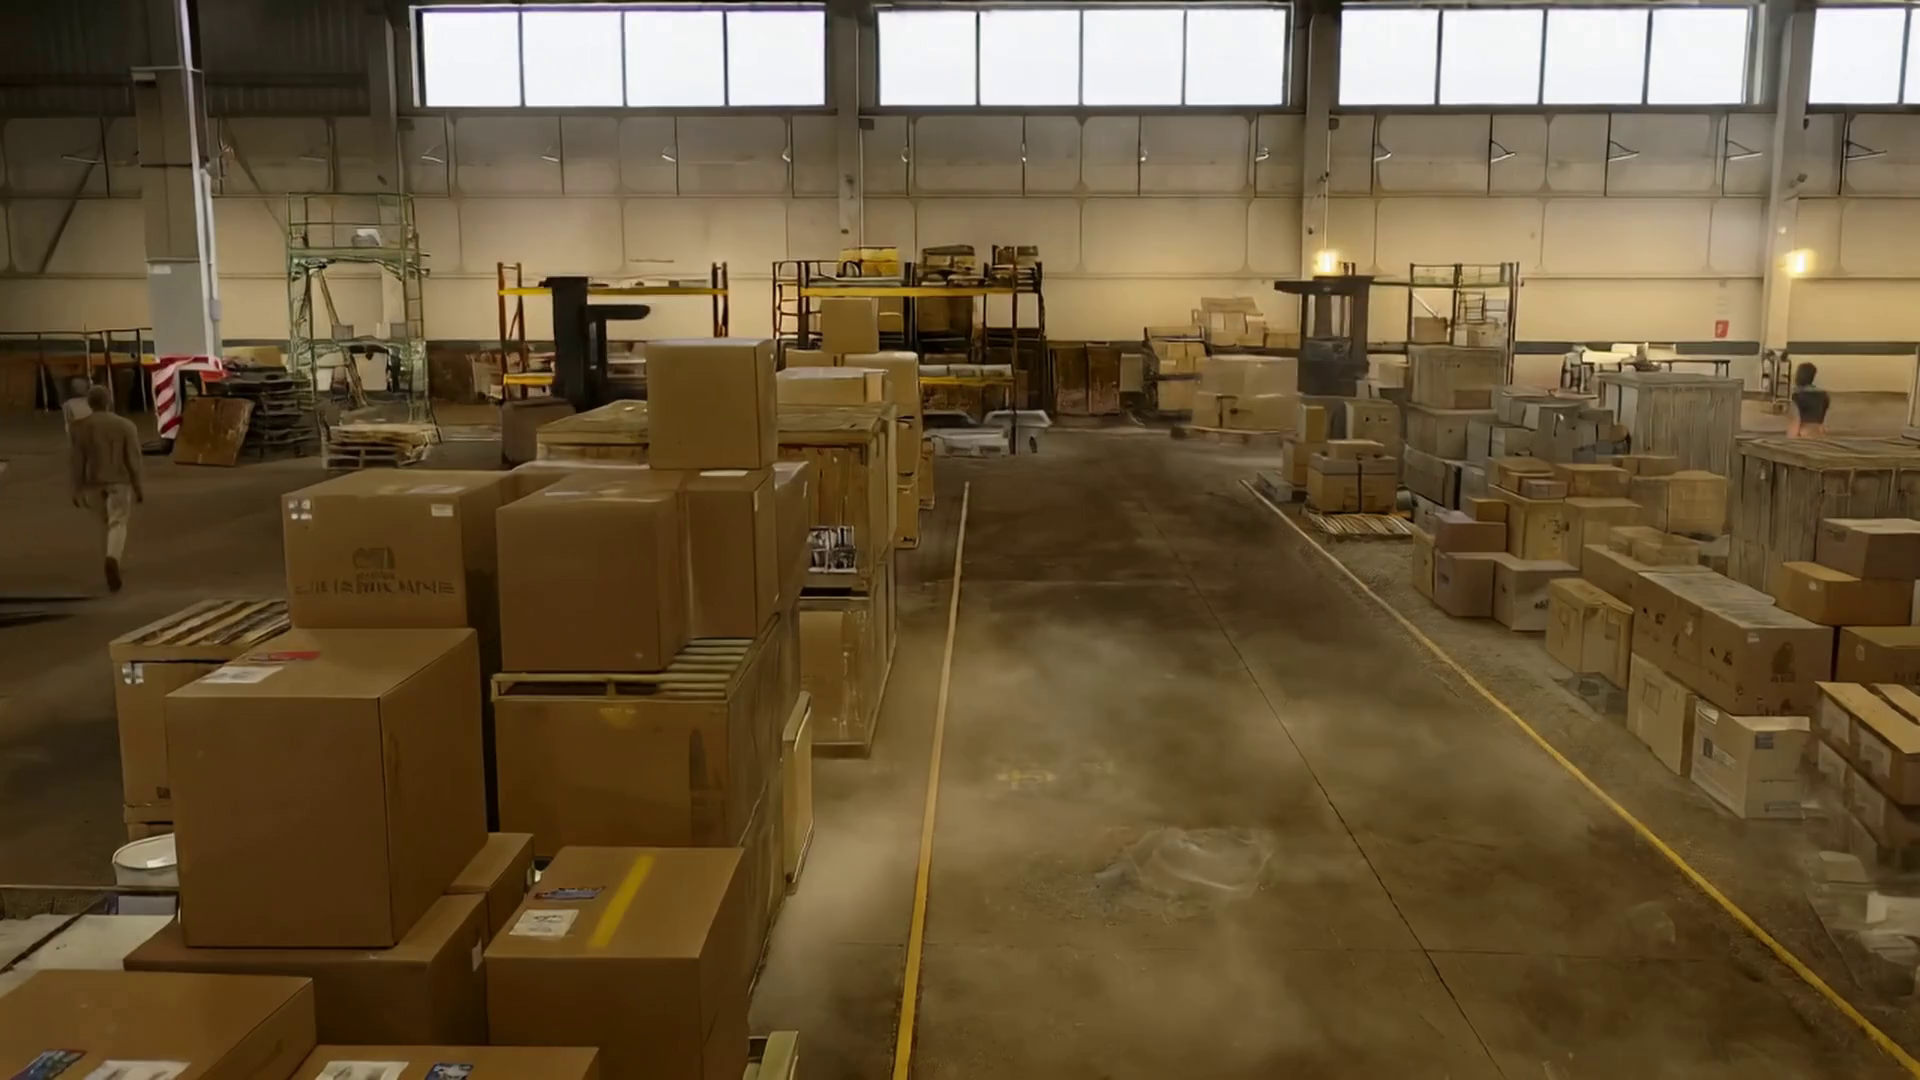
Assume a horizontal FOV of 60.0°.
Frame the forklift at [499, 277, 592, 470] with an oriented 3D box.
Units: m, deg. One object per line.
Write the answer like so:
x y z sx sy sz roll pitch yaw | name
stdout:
-5.470 -2.296 23.386 1.873 2.768 1.129 -5 11 -27 | forklift

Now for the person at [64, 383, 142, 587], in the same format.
-8.030 -0.511 15.618 0.635 1.912 0.867 -2 10 -14 | person

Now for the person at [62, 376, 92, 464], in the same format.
-10.877 -1.233 20.764 0.543 1.615 0.380 -3 10 -16 | person

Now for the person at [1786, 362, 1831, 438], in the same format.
9.772 -1.100 19.175 0.598 1.900 0.803 -3 10 -16 | person

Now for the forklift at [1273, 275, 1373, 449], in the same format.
6.135 -2.870 26.825 1.873 2.768 1.129 -8 12 -39 | forklift
